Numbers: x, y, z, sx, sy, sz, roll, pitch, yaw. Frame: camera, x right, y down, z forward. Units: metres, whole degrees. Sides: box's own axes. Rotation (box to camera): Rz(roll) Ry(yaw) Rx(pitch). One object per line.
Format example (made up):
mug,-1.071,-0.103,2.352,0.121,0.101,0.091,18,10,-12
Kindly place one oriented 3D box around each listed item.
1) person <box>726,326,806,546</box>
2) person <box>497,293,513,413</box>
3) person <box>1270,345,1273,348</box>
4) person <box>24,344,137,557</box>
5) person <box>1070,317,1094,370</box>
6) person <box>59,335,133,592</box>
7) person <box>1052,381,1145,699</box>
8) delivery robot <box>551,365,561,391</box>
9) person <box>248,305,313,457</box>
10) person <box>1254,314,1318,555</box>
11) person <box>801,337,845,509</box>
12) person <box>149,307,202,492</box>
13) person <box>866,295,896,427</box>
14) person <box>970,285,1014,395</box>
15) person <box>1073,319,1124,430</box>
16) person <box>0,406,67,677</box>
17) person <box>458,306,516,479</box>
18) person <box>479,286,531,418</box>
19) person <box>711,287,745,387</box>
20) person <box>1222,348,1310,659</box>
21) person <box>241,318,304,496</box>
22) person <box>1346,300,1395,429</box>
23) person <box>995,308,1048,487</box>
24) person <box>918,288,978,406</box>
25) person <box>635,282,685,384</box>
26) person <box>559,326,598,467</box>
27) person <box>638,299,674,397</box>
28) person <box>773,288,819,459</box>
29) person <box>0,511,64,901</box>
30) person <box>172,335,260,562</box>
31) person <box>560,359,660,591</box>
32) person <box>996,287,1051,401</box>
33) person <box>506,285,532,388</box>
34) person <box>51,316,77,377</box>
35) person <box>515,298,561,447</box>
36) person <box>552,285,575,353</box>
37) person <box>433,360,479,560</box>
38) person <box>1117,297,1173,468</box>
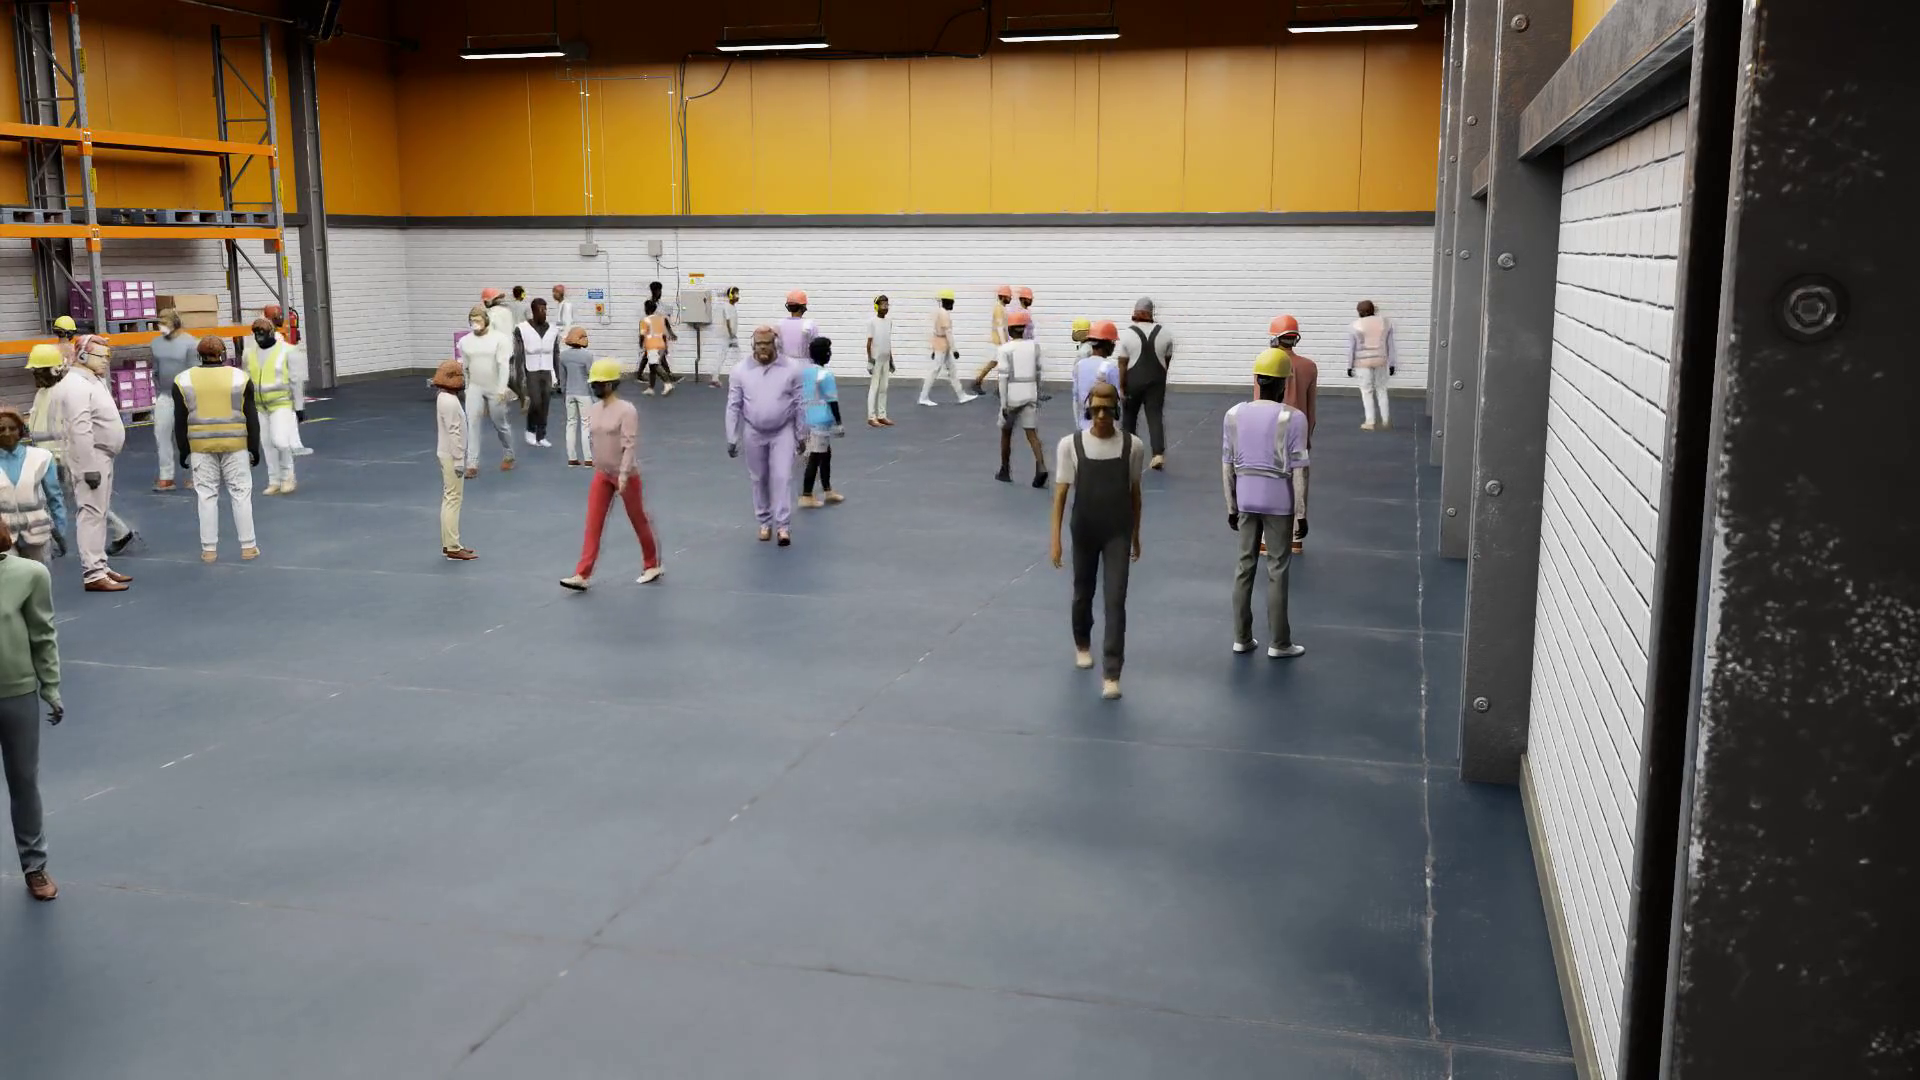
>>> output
person,-1.655,-0.873,14.163,0.679,1.864,0.922,-1,10,-3
person,-7.112,-2.870,25.552,0.384,1.845,0.569,-2,10,-13
person,3.468,-1.451,18.104,0.306,1.639,0.523,-5,11,-24
person,-7.201,-0.700,13.457,0.595,1.790,0.902,8,13,37
person,1.425,-1.708,19.273,0.313,1.740,0.486,2,10,9
person,-6.428,-0.572,12.396,0.401,1.901,0.640,-3,11,-18
person,0.800,-0.047,9.733,0.530,1.807,0.941,0,10,2
delivery robot,-6.843,-2.726,28.125,0.707,0.478,0.477,0,10,3
person,-8.355,-1.918,20.163,0.582,1.853,0.823,8,13,38
person,2.664,-0.865,13.777,0.615,1.994,0.381,-5,11,-25
person,-1.294,-1.141,16.236,0.685,1.666,0.546,-7,12,-35
person,-8.188,-1.444,17.278,0.659,1.914,0.760,2,10,10
person,-1.123,-2.547,23.662,0.309,1.868,0.534,8,13,39
person,0.643,-3.421,28.544,0.951,1.903,0.554,3,11,18
person,1.190,-0.935,14.400,0.506,1.932,0.565,-7,12,-36
person,-5.707,-0.018,10.063,0.522,1.616,0.740,-8,13,-38
person,-5.298,-1.669,18.634,0.629,1.899,0.983,1,10,7
person,-6.768,-2.770,24.646,0.636,1.968,0.639,5,11,26
person,-4.083,-3.642,30.017,1.011,1.814,0.530,3,11,18
person,1.906,-0.223,10.334,0.586,1.928,0.365,8,13,38
person,-7.056,-1.353,17.024,0.656,1.825,0.459,2,10,10
person,5.733,-2.451,23.300,0.671,1.814,0.445,-1,10,-3
person,0.661,-1.522,17.778,0.545,1.904,0.932,-4,11,-20
person,-0.214,-3.079,26.648,1.002,1.872,0.592,-1,10,-6
person,-5.638,-3.824,30.902,1.045,1.877,0.618,2,10,11
person,-4.405,-1.654,19.267,0.499,1.634,0.279,5,11,24
person,-5.142,-3.274,28.393,0.817,1.649,0.550,6,12,32
person,-1.939,-1.990,19.999,0.608,2.048,0.364,4,11,19
person,-3.739,0.617,6.407,0.498,1.634,0.284,-6,12,-31
person,-6.026,-0.744,13.528,0.634,1.841,0.429,-4,11,-22
person,-2.595,-0.478,12.375,0.540,1.719,0.930,6,12,30
person,1.022,-3.259,27.640,0.985,1.893,0.554,3,10,17
person,-7.882,-3.668,30.061,0.546,1.846,0.590,4,11,23
person,-10.141,-1.664,18.950,0.533,1.767,0.326,0,10,0
person,-5.343,-2.112,21.154,0.614,1.878,0.458,-9,14,-42
person,-7.158,-3.709,30.269,0.494,1.861,0.595,-6,12,-30
person,-4.136,-0.654,13.605,0.272,1.632,0.508,-4,11,-23
person,2.145,-1.865,19.309,0.682,2.000,1.065,-1,10,-8
